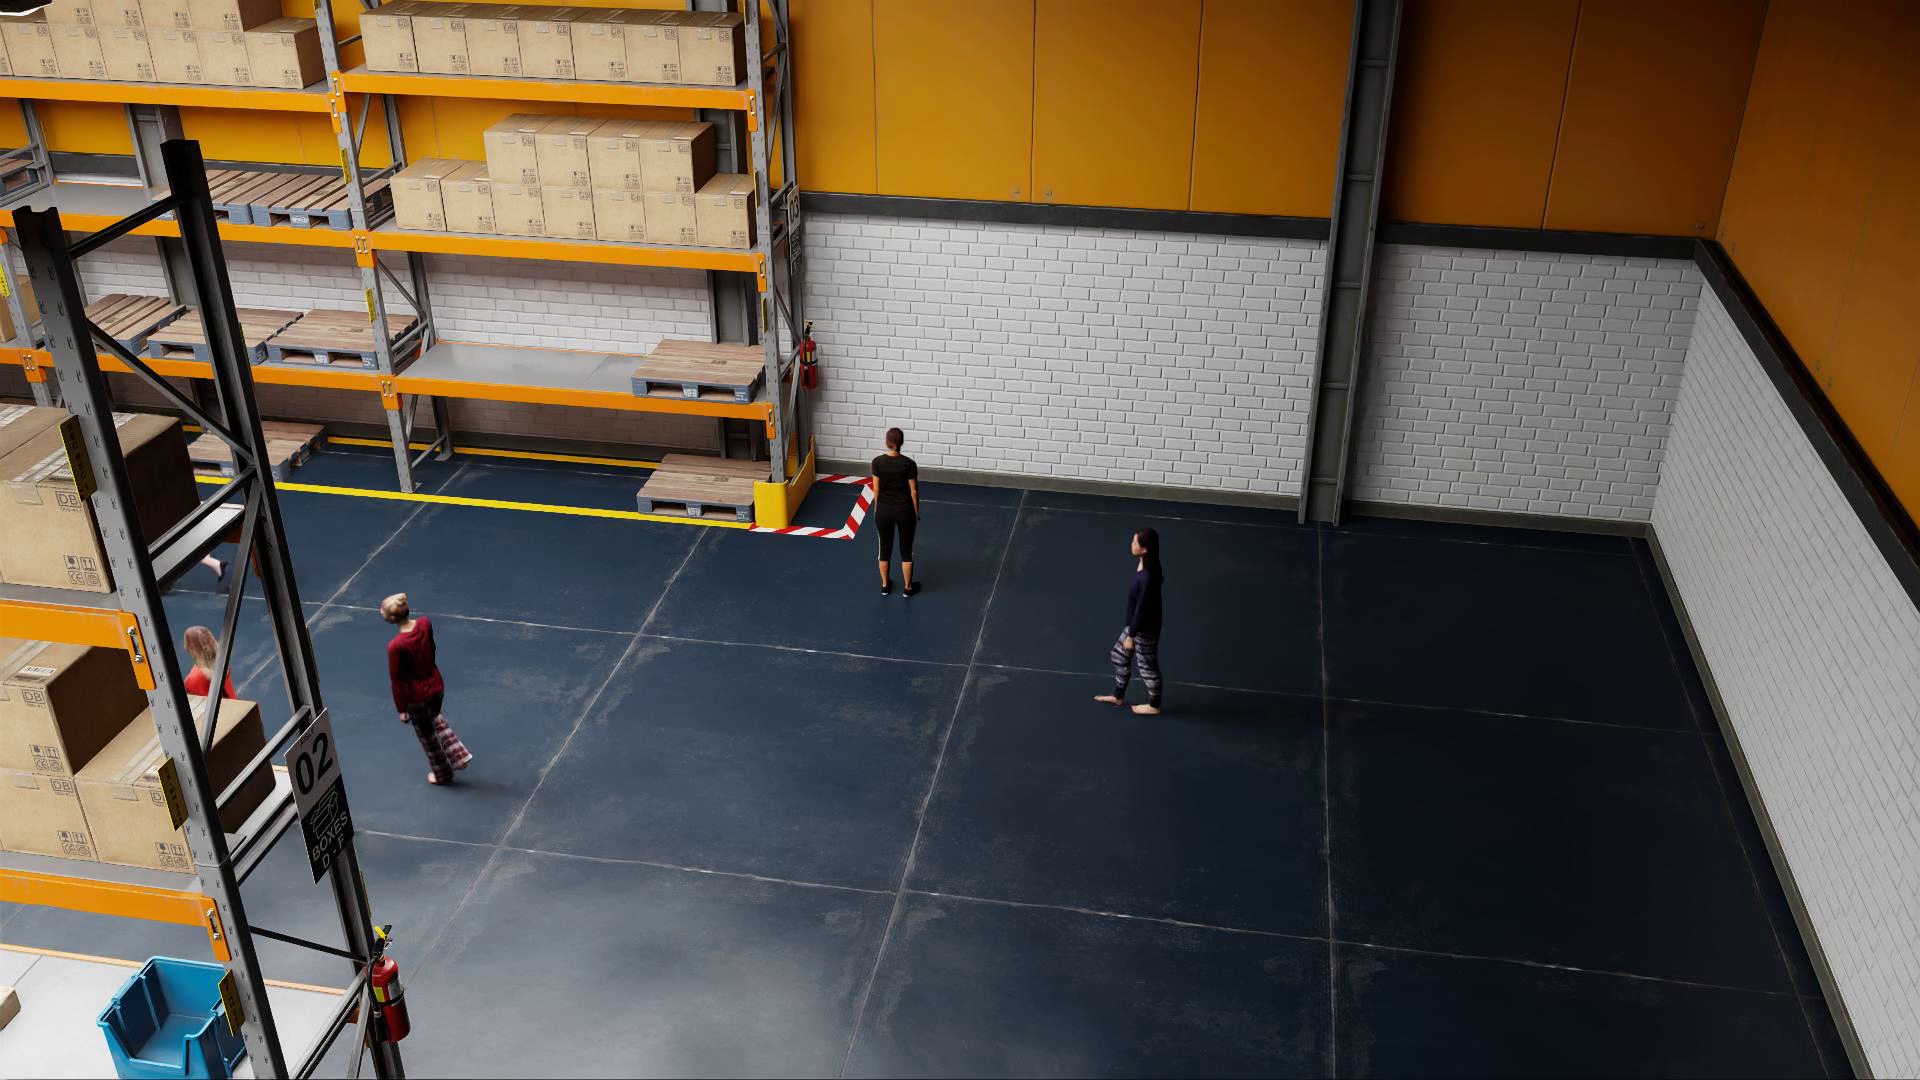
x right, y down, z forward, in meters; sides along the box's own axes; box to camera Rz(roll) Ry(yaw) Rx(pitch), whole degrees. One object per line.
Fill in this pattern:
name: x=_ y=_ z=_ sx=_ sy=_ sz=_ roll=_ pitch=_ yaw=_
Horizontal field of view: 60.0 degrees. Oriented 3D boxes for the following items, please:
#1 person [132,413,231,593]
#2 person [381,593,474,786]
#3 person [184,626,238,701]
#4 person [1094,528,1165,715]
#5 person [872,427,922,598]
person: x=-7.145 y=-0.285 z=14.967 sx=1.115 sy=1.810 sz=0.871 roll=-7 pitch=29 yaw=-13
person: x=-3.973 y=1.139 z=12.482 sx=0.751 sy=1.689 sz=0.727 roll=13 pitch=31 yaw=23
person: x=-5.268 y=1.383 z=12.050 sx=0.733 sy=1.675 sz=0.633 roll=9 pitch=30 yaw=16
person: x=1.555 y=0.674 z=13.302 sx=0.796 sy=1.720 sz=0.660 roll=2 pitch=29 yaw=5
person: x=-0.582 y=-0.261 z=15.071 sx=0.470 sy=1.667 sz=0.644 roll=6 pitch=29 yaw=11
